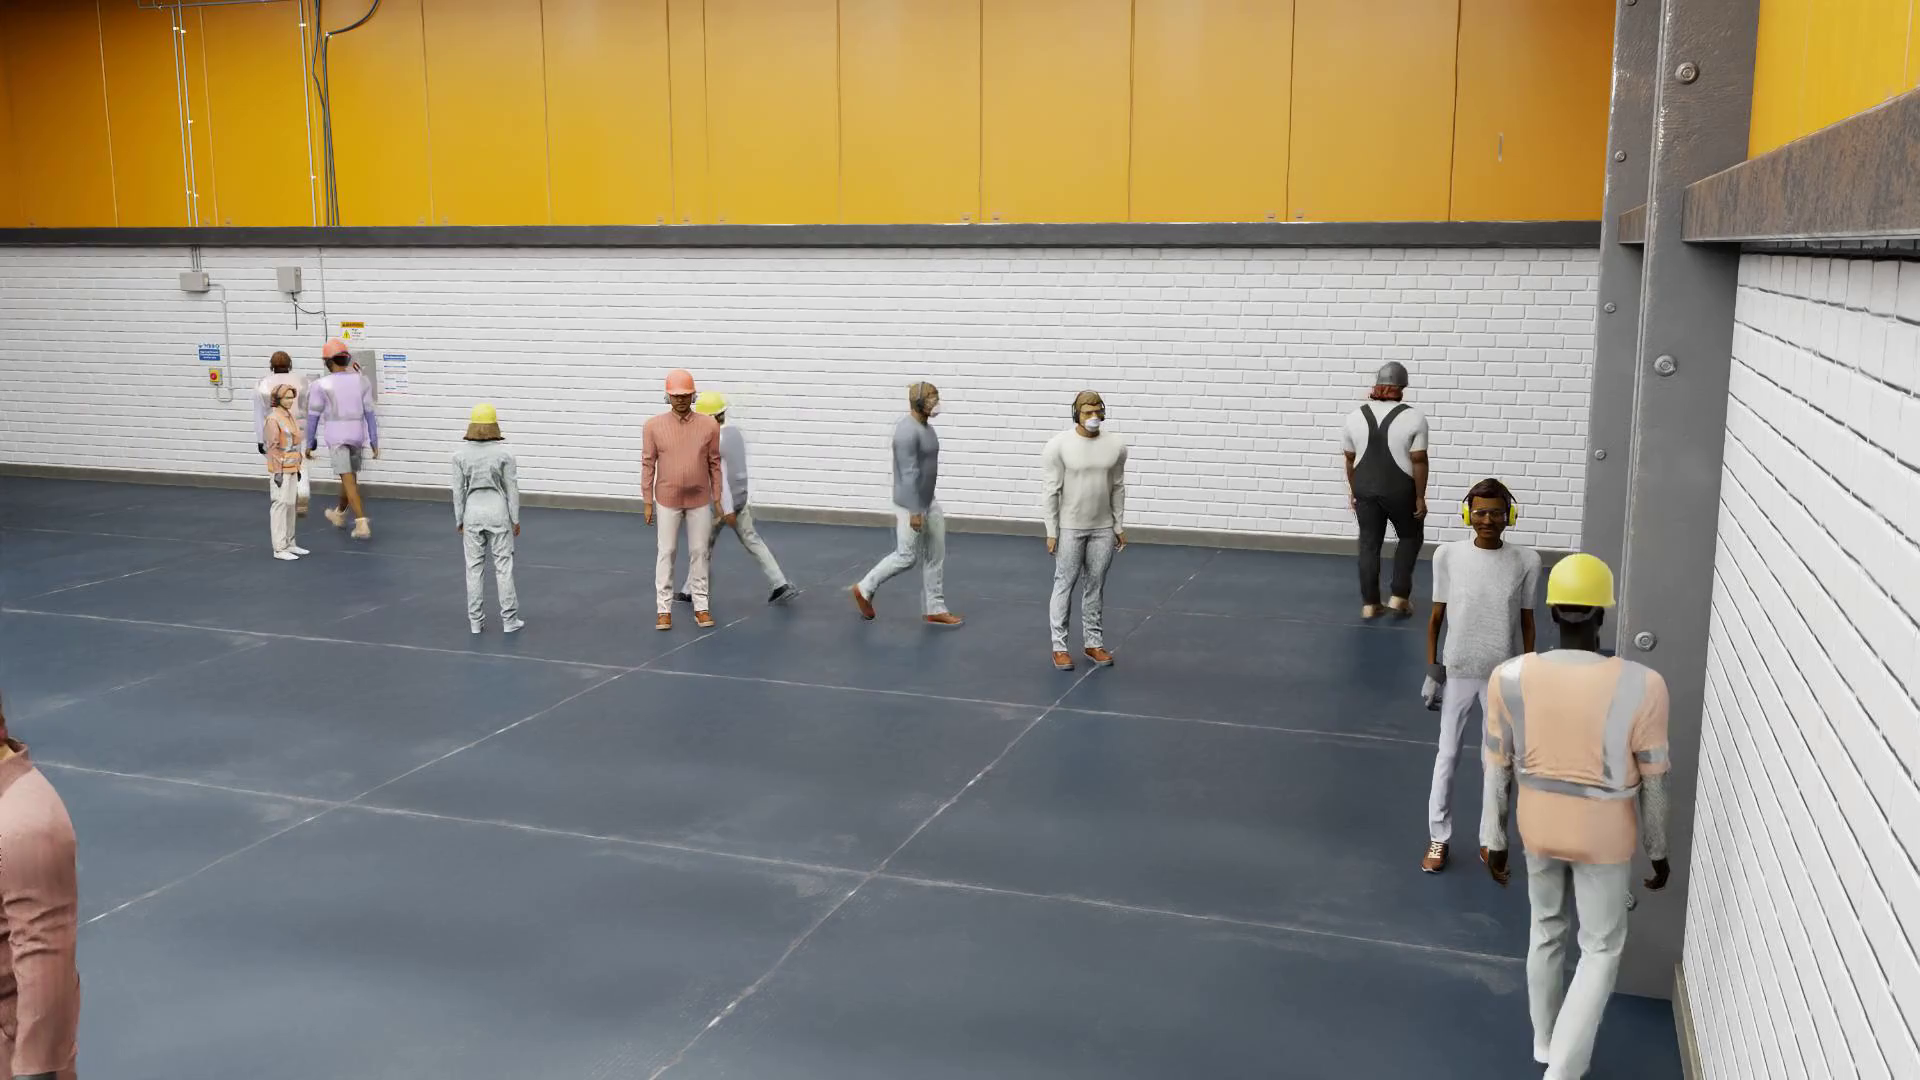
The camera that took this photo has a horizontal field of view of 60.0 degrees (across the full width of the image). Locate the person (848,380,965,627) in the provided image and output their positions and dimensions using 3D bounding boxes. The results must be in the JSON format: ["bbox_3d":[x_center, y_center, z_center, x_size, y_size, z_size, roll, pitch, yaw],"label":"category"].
[{"bbox_3d":[-0.411,-0.270,12.724,0.834,1.913,0.635,4,11,20],"label":"person"}]

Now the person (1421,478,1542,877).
[{"bbox_3d":[2.410,0.636,7.720,0.509,1.872,0.329,2,10,13],"label":"person"}]

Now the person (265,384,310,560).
[{"bbox_3d":[-6.303,-0.637,15.544,0.313,1.636,0.517,0,10,-2],"label":"person"}]

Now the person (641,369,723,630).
[{"bbox_3d":[-2.109,-0.308,12.685,0.623,1.992,0.397,-3,11,-18],"label":"person"}]

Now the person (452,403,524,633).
[{"bbox_3d":[-3.568,-0.164,12.586,0.492,1.740,0.324,-1,10,-3],"label":"person"}]

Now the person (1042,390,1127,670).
[{"bbox_3d":[0.871,-0.075,11.529,0.629,1.939,0.374,-4,11,-21],"label":"person"}]

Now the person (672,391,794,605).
[{"bbox_3d":[-1.852,-0.325,13.443,1.027,1.772,0.594,4,11,21],"label":"person"}]

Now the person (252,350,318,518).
[{"bbox_3d":[-7.125,-1.095,17.608,0.636,1.819,0.704,-5,11,-26],"label":"person"}]

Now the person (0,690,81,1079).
[{"bbox_3d":[-2.476,1.235,4.256,0.402,1.904,0.638,-10,14,-43],"label":"person"}]

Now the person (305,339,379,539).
[{"bbox_3d":[-6.239,-1.019,16.734,1.121,1.975,0.634,9,13,41],"label":"person"}]

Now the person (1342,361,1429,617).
[{"bbox_3d":[3.377,-0.404,13.093,0.712,2.000,0.582,8,13,36],"label":"person"}]

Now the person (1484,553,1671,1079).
[{"bbox_3d":[2.073,0.990,5.643,0.604,1.902,0.793,8,13,37],"label":"person"}]
